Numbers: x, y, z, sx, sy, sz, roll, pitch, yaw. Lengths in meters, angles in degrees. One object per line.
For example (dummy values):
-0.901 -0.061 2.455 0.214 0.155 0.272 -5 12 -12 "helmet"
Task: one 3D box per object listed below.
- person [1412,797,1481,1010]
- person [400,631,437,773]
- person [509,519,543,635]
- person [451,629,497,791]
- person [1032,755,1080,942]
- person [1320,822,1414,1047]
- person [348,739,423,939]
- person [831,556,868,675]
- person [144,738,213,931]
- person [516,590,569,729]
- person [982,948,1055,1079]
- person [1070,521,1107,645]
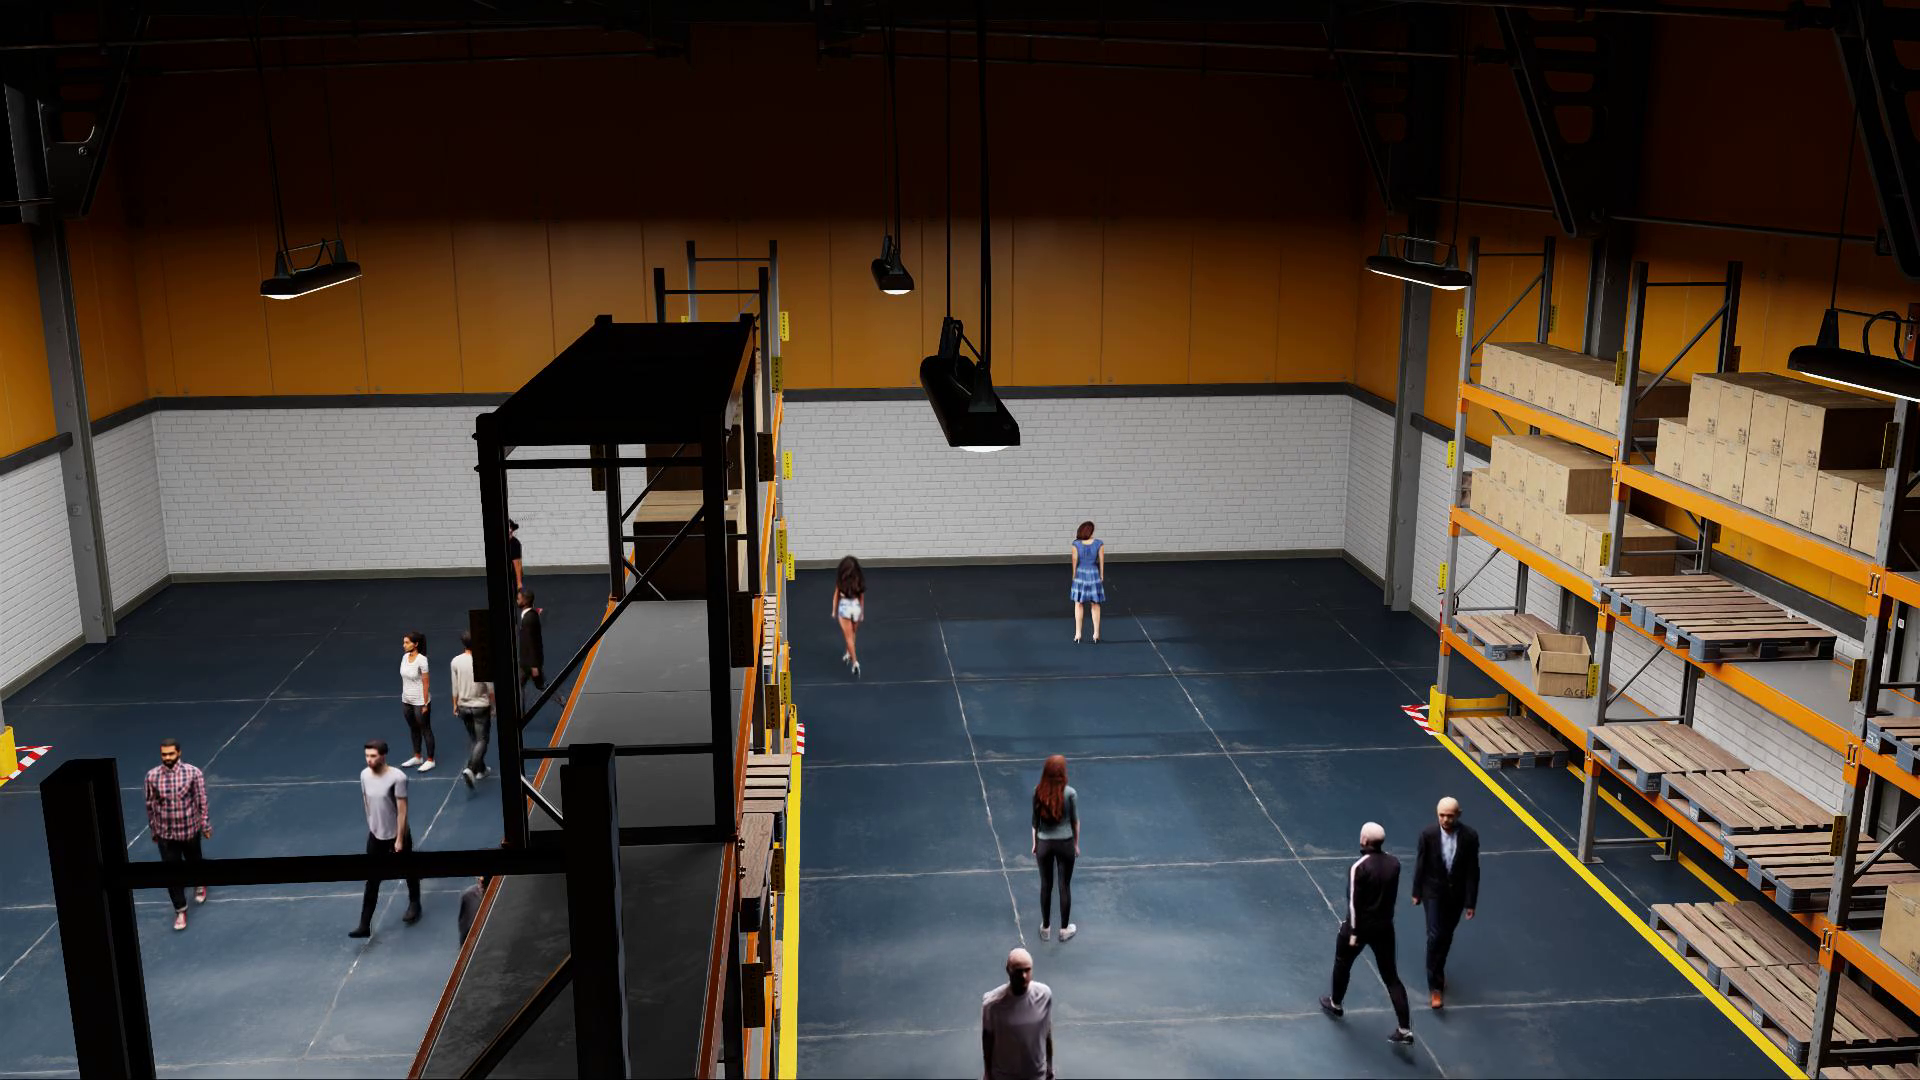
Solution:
4.125 2.986 14.152 0.807 1.764 1.053 2 14 8 "person"
-6.249 1.838 19.145 0.660 1.646 0.704 9 16 33 "person"
-6.473 0.540 24.303 0.963 1.740 1.013 -9 16 -32 "person"
-5.455 1.902 18.576 0.802 1.789 1.086 2 14 7 "person"
0.860 2.780 15.051 0.646 1.742 0.618 3 14 12 "person"
3.355 3.179 13.298 0.949 1.790 1.331 -6 15 -23 "person"
-5.170 2.689 15.265 0.901 1.817 1.240 3 14 12 "person"
-1.478 1.054 22.507 0.796 1.587 1.078 -6 15 -23 "person"
-7.261 2.672 15.490 0.828 1.745 1.075 -4 14 -16 "person"
-5.139 1.491 20.331 0.730 1.763 1.087 -1 14 -4 "person"
0.380 3.618 11.426 0.769 1.819 0.937 -4 14 -18 "person"
1.838 0.598 23.926 0.685 1.806 0.589 0 14 1 "person"
